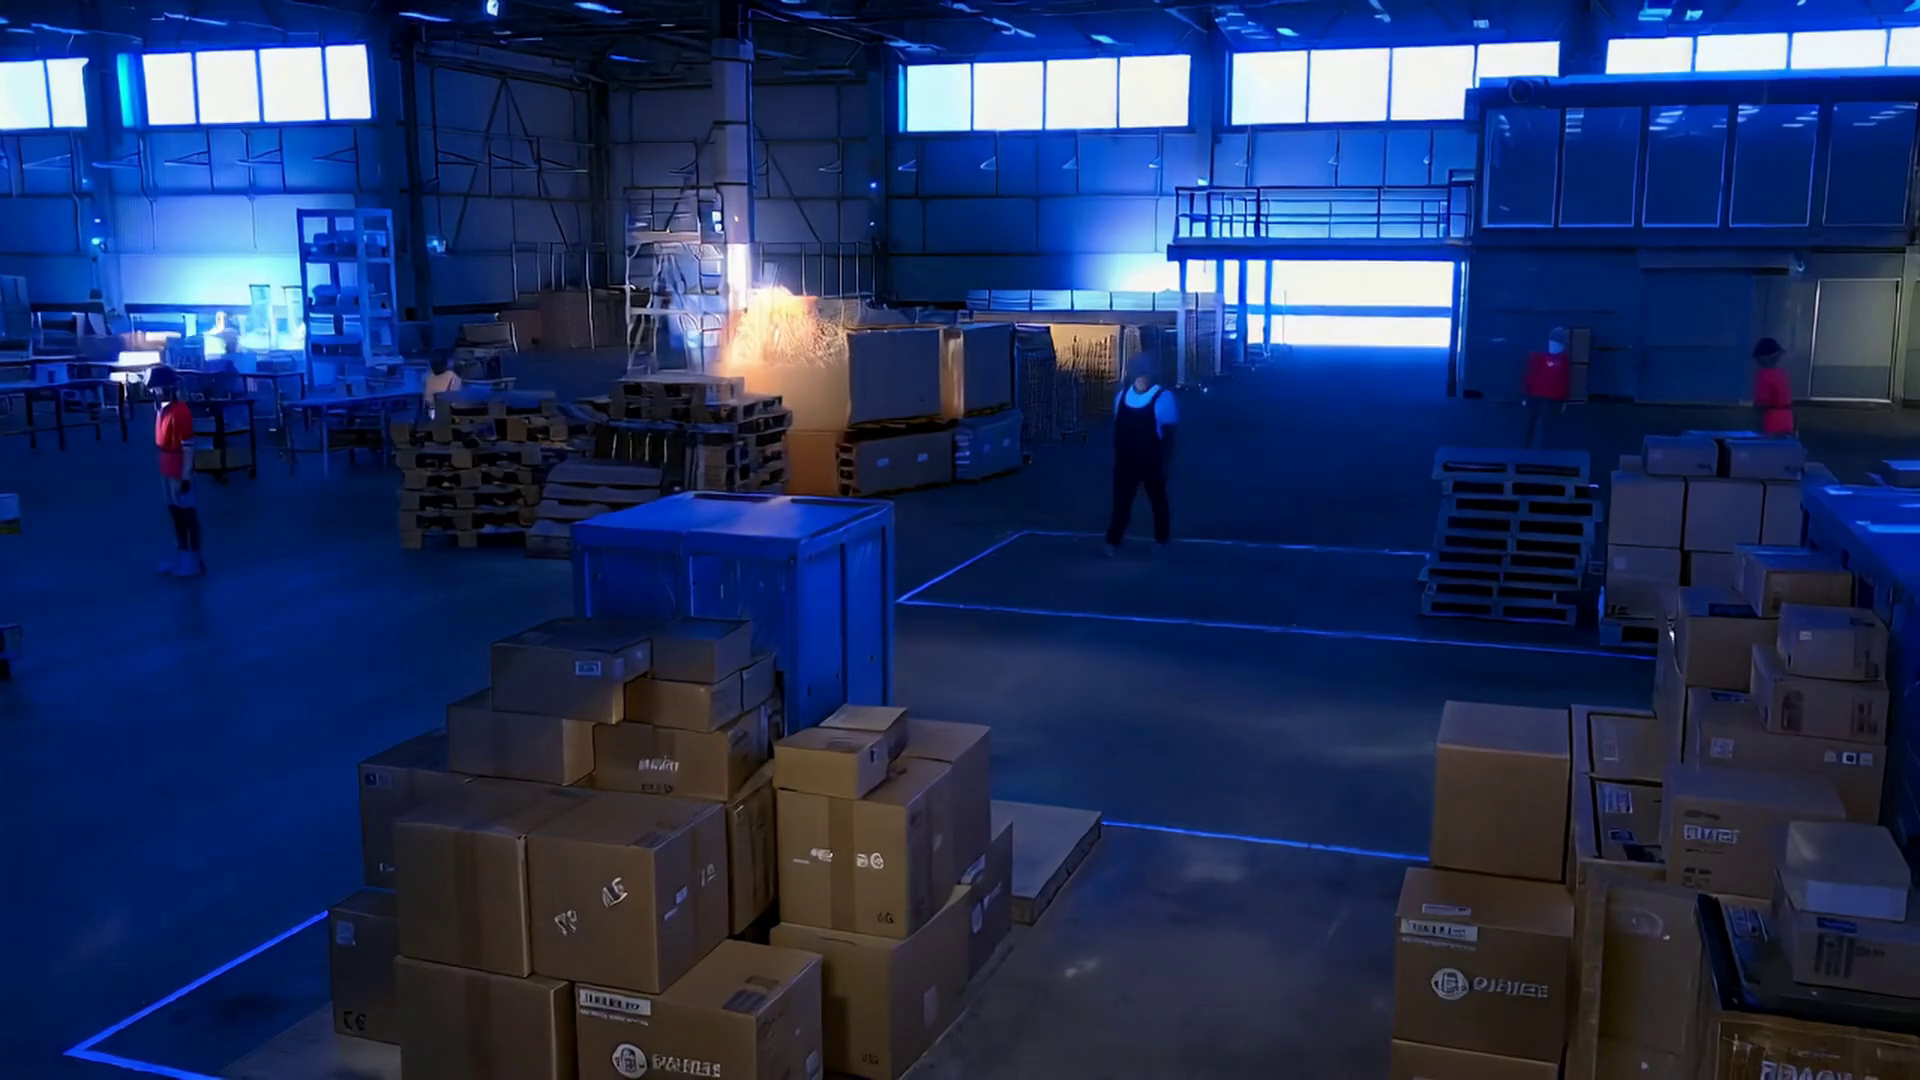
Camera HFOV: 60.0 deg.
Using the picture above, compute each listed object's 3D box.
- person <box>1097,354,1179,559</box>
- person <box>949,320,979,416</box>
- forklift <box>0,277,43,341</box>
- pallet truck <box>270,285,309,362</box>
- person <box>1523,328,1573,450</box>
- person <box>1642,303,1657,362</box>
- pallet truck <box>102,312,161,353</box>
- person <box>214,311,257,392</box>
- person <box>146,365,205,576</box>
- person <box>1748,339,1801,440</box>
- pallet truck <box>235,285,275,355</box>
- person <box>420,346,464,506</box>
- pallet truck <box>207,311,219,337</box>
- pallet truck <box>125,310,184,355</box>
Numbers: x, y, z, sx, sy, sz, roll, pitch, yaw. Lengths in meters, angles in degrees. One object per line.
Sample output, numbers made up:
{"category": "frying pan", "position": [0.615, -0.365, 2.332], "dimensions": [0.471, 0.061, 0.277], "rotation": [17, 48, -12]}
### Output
{"category": "person", "position": [1.733, -0.828, 16.104], "dimensions": [0.720, 2.000, 1.014], "rotation": [6, 12, 33]}
{"category": "person", "position": [0.070, -2.971, 29.004], "dimensions": [0.527, 1.751, 0.515], "rotation": [0, 10, 2]}
{"category": "forklift", "position": [-27.151, -6.329, 46.328], "dimensions": [1.157, 1.987, 2.680], "rotation": [3, 11, 17]}
{"category": "pallet truck", "position": [-17.147, -5.700, 43.663], "dimensions": [0.823, 1.965, 1.885], "rotation": [3, 11, 17]}
{"category": "person", "position": [8.259, -2.039, 23.382], "dimensions": [0.594, 1.876, 0.612], "rotation": [1, 10, 5]}
{"category": "person", "position": [17.456, -5.379, 42.091], "dimensions": [0.645, 1.905, 0.400], "rotation": [-4, 11, -21]}
{"category": "pallet truck", "position": [-23.057, -5.777, 46.261], "dimensions": [0.680, 1.201, 1.601], "rotation": [3, 11, 19]}
{"category": "person", "position": [-13.356, -3.296, 30.594], "dimensions": [0.623, 1.835, 0.547], "rotation": [4, 11, 19]}
{"category": "person", "position": [-7.239, -0.640, 15.329], "dimensions": [0.542, 1.939, 0.361], "rotation": [10, 14, 43]}
{"category": "person", "position": [9.149, -1.256, 18.675], "dimensions": [0.754, 2.004, 0.390], "rotation": [-5, 11, -25]}
{"category": "pallet truck", "position": [-18.327, -5.835, 44.421], "dimensions": [0.823, 1.965, 1.885], "rotation": [4, 11, 23]}
{"category": "person", "position": [-6.034, -1.323, 19.356], "dimensions": [0.597, 1.870, 0.406], "rotation": [4, 11, 19]}
{"category": "pallet truck", "position": [-19.537, -5.575, 44.913], "dimensions": [0.653, 1.274, 1.630], "rotation": [3, 11, 19]}
{"category": "pallet truck", "position": [-22.038, -5.665, 45.457], "dimensions": [0.704, 1.261, 1.522], "rotation": [3, 11, 17]}
